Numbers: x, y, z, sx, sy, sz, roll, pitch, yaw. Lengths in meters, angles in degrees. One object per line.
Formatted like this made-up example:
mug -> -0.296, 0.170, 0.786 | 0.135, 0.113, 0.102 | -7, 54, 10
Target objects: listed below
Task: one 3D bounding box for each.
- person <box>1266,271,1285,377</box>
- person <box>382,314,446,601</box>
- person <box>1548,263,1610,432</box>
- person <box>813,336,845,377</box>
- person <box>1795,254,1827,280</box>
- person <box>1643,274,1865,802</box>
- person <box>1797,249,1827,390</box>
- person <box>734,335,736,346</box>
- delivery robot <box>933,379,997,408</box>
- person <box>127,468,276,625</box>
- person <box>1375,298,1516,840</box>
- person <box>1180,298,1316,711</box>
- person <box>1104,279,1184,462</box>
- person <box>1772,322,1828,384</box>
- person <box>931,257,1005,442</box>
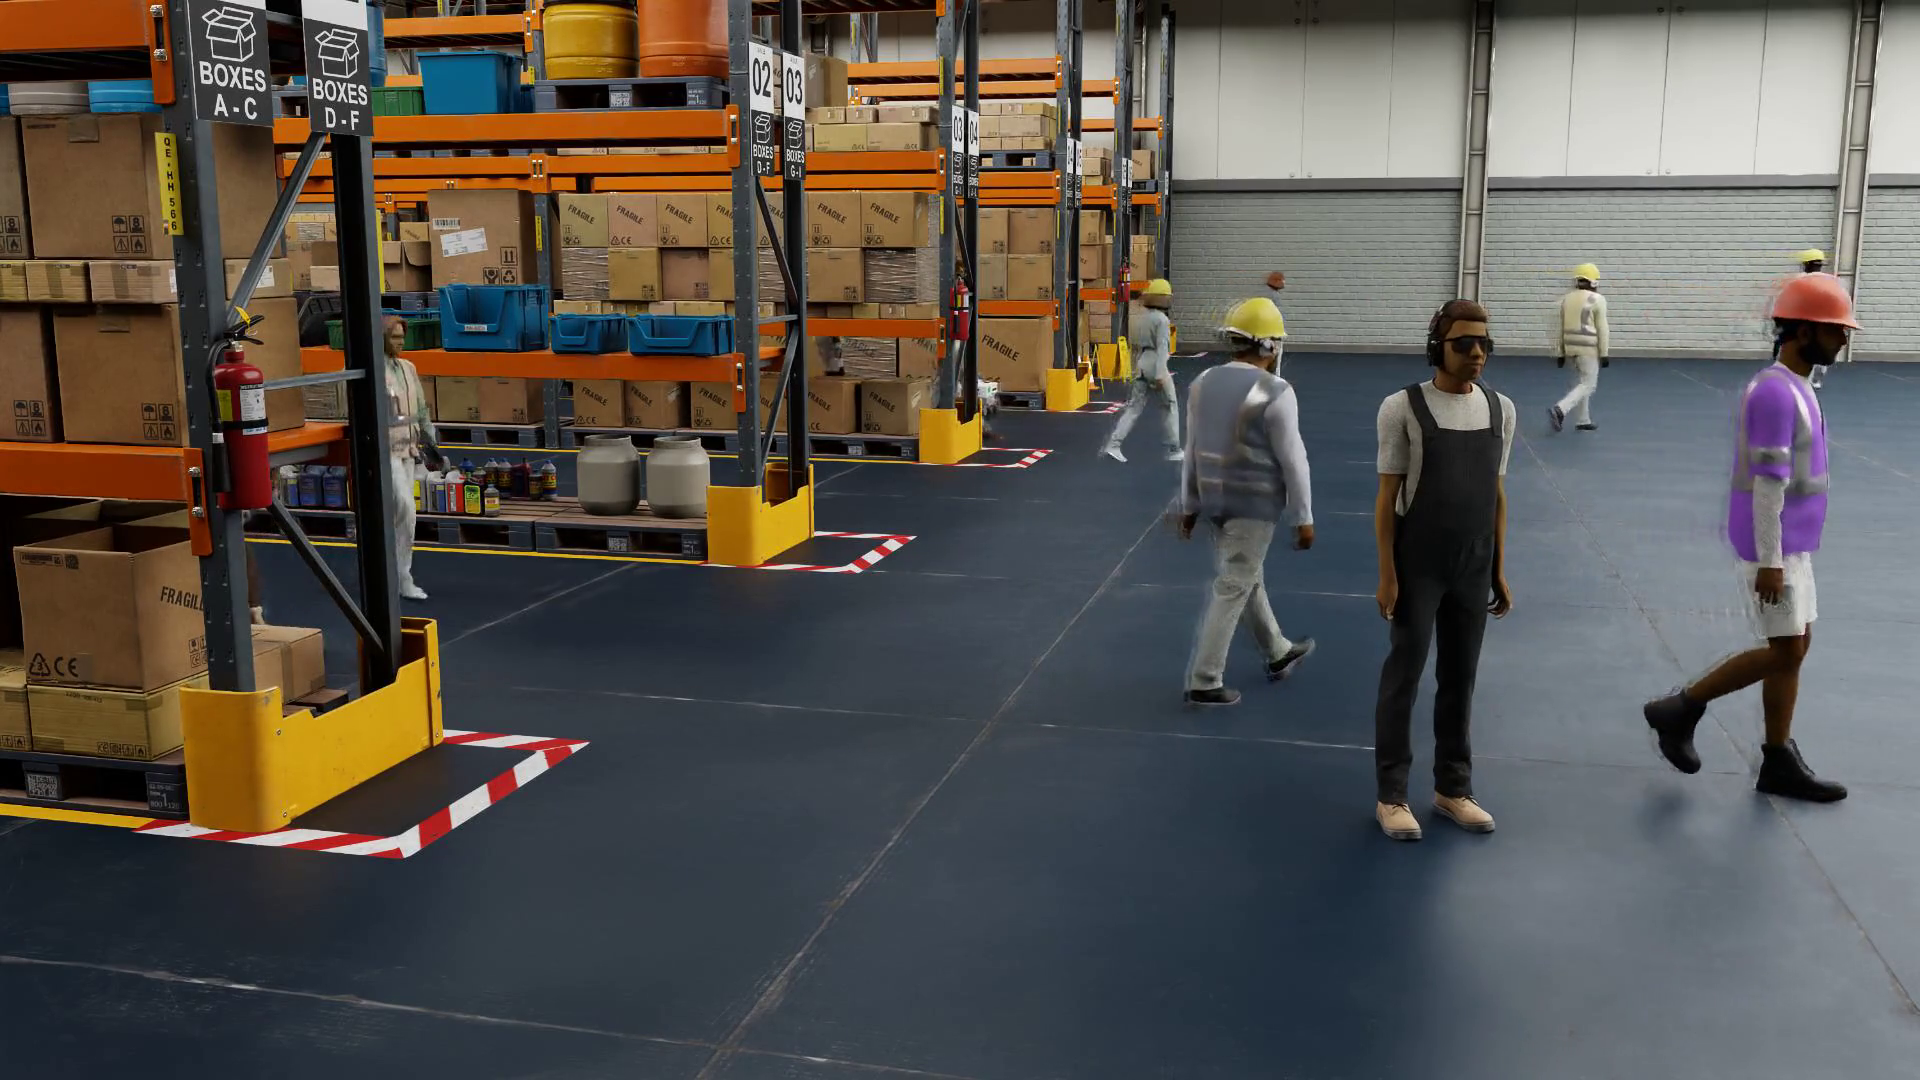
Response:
person -> 4.338, -2.937, 23.159 | 0.529, 1.619, 0.512 | 0, 10, 0
person -> -3.147, -0.466, 9.478 | 0.518, 1.623, 0.524 | 2, 10, 12
person -> 6.506, -2.006, 17.494 | 0.739, 1.807, 0.592 | -4, 11, -21
person -> -1.501, -2.200, 18.206 | 0.754, 1.942, 0.620 | -2, 10, -11
person -> 11.936, -3.133, 23.459 | 0.417, 1.910, 0.585 | 8, 13, 38
person -> 2.948, -0.002, 6.067 | 0.609, 1.922, 0.568 | 7, 13, 35
person -> 11.555, -2.989, 22.649 | 0.600, 1.921, 0.418 | -2, 11, -13
person -> -2.514, -2.191, 18.820 | 0.318, 1.700, 0.536 | 7, 12, 34
delivery robot -> 0.062, -1.708, 19.056 | 0.707, 0.478, 0.477 | 3, 11, 16
person -> -3.670, -0.385, 7.981 | 0.613, 1.995, 0.624 | 8, 13, 38
person -> 1.660, 0.104, 5.704 | 0.508, 1.847, 0.345 | -3, 11, -15
person -> 1.327, -0.167, 7.369 | 0.924, 1.782, 0.621 | -6, 12, -32
person -> 1.727, -1.554, 15.310 | 0.881, 1.698, 0.488 | -6, 12, -28
person -> 8.362, -1.784, 16.663 | 0.827, 1.669, 0.531 | -5, 11, -27
person -> -0.053, -1.929, 16.930 | 1.035, 1.887, 0.651 | 4, 11, 19
